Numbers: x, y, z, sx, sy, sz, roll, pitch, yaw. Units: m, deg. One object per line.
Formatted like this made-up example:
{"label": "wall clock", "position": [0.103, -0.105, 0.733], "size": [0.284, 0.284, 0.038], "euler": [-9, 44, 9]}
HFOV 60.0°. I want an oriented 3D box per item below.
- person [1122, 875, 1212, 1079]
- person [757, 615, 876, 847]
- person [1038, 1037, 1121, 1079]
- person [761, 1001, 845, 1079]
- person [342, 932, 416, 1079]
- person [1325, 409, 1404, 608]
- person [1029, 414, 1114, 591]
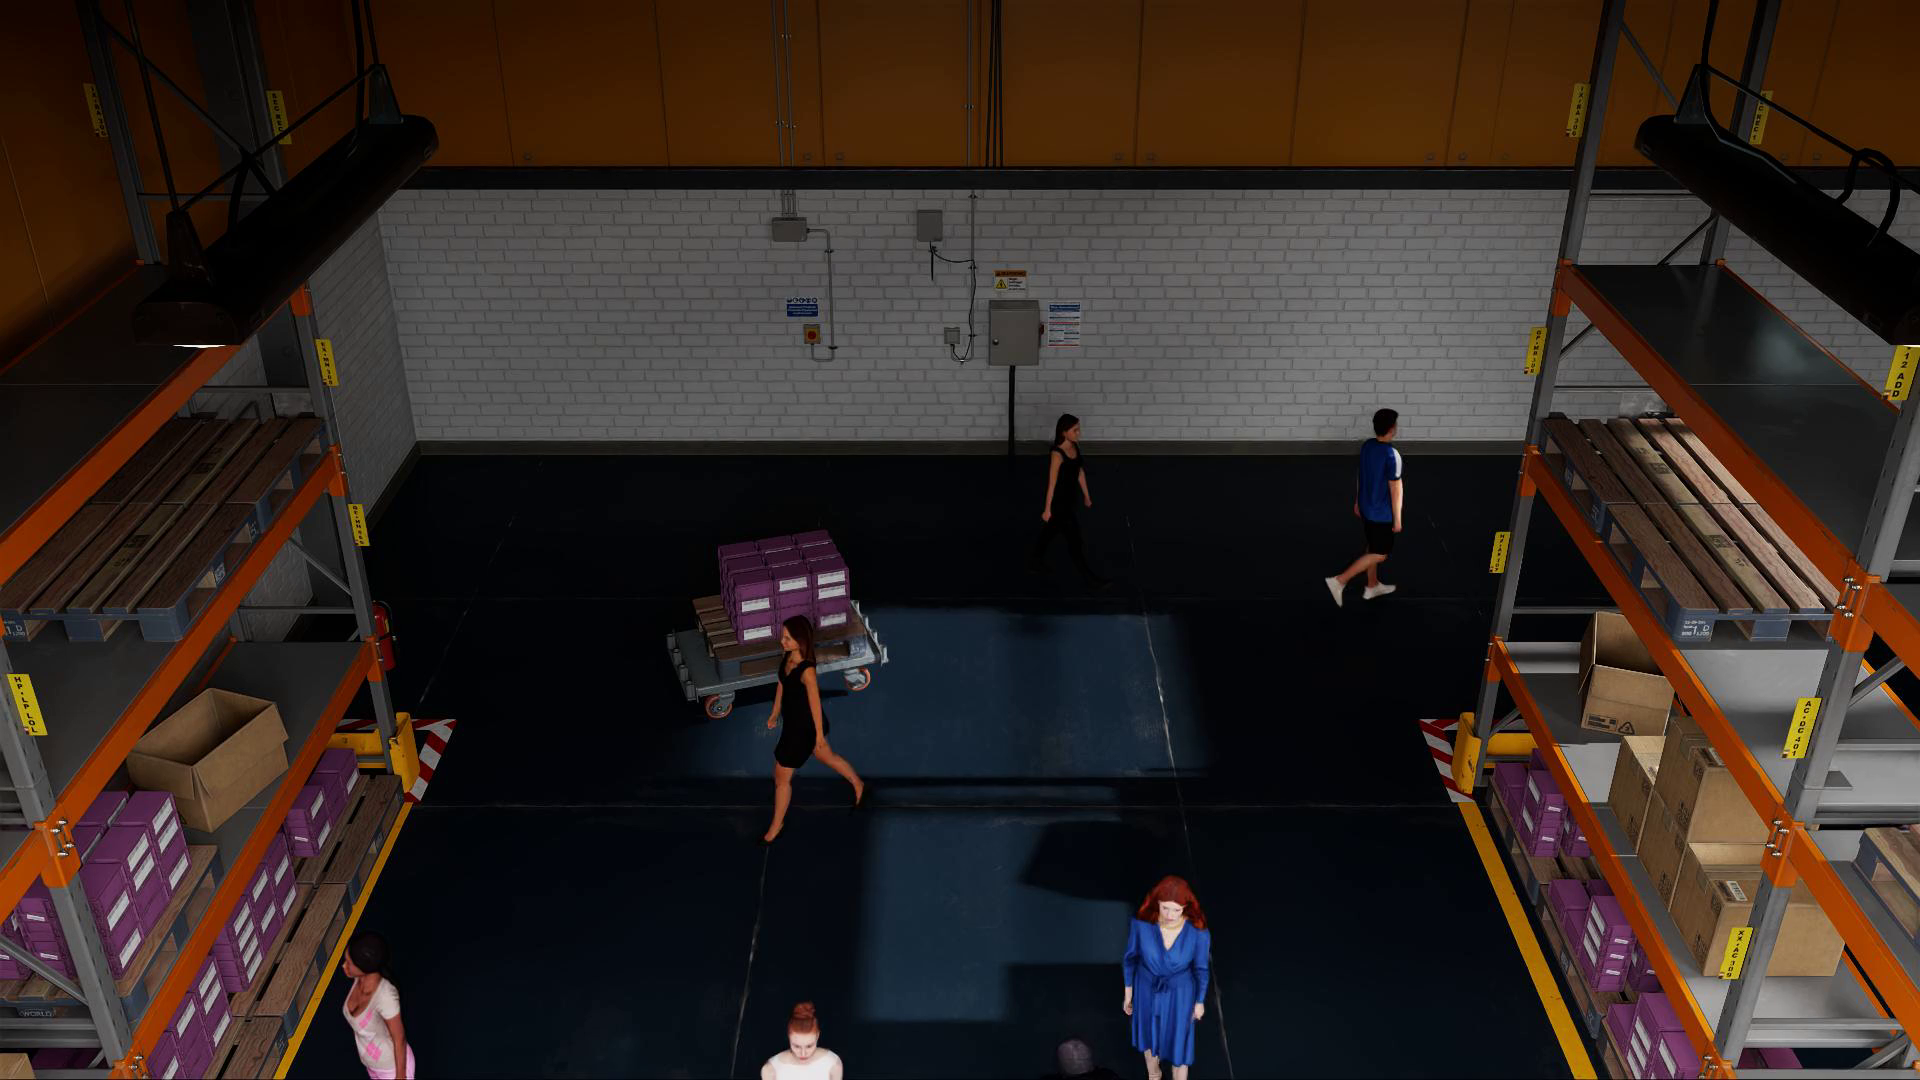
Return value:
{"label": "person", "position": [1.145, 2.522, 9.331], "size": [0.732, 1.809, 0.760], "euler": [13, 31, 23]}
{"label": "person", "position": [-1.002, 1.298, 11.593], "size": [0.959, 1.792, 1.144], "euler": [-13, 31, -22]}
{"label": "person", "position": [0.595, 3.237, 8.224], "size": [0.691, 1.613, 1.022], "euler": [1, 29, 2]}
{"label": "person", "position": [-0.802, 2.997, 8.488], "size": [0.628, 1.783, 0.772], "euler": [-3, 29, -6]}
{"label": "person", "position": [-3.056, 2.789, 8.912], "size": [0.718, 1.741, 0.635], "euler": [-21, 35, -33]}
{"label": "person", "position": [3.536, -0.245, 14.361], "size": [0.967, 1.850, 1.088], "euler": [-11, 31, -20]}
{"label": "person", "position": [0.831, -0.343, 14.753], "size": [0.996, 1.647, 1.117], "euler": [13, 31, 22]}
